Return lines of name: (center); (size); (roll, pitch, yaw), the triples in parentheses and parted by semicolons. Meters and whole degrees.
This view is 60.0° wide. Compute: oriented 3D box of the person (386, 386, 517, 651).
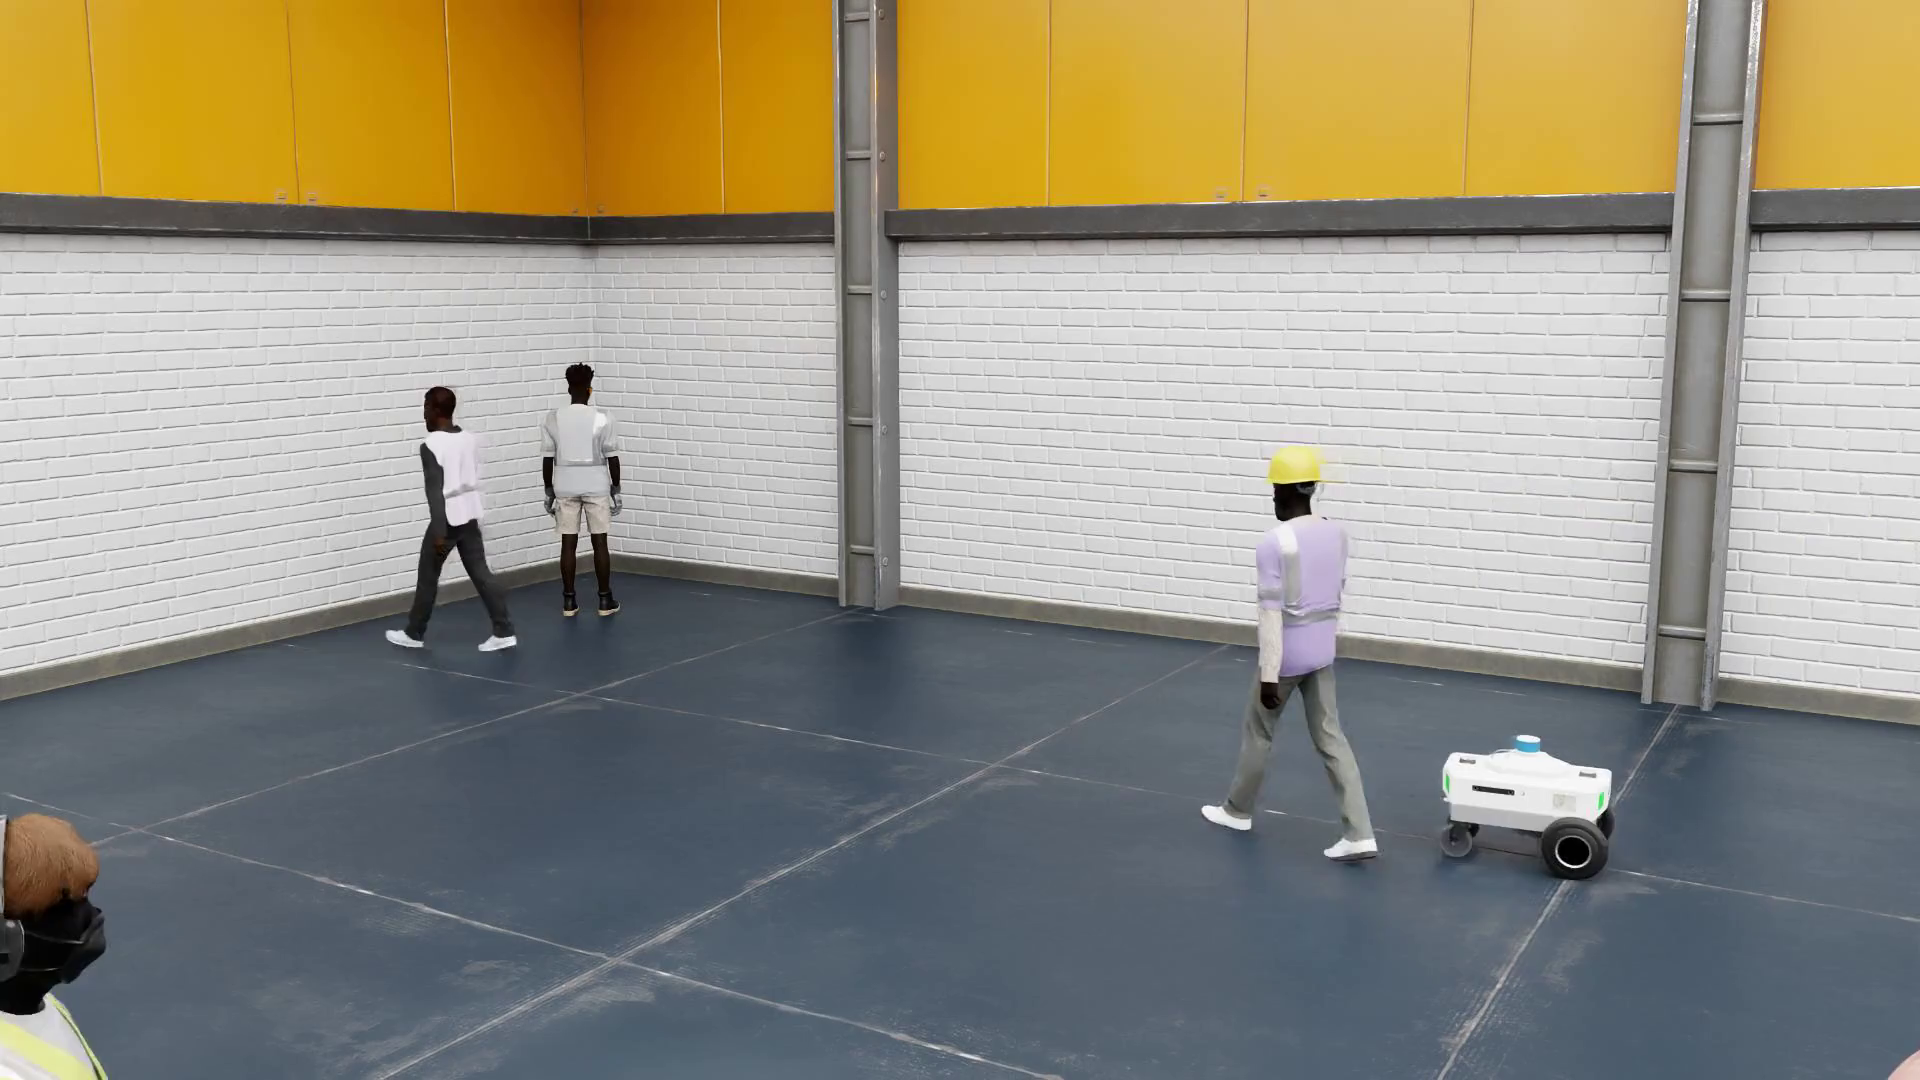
person: (-3.567, -0.140, 11.647); (1.029, 1.871, 0.606); (3, 10, 19)

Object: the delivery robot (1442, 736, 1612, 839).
delivery robot: (2.553, 1.128, 7.512); (0.707, 0.478, 0.477); (4, 10, 24)

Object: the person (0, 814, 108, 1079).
person: (-1.477, 1.324, 2.628); (0.434, 1.833, 0.627); (-6, 11, -31)

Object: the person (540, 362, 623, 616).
person: (-2.921, -0.388, 12.875); (0.614, 1.962, 0.366); (0, 9, -2)

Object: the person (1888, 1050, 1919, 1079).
person: (1.553, 1.308, 2.493); (0.638, 1.903, 0.408); (-4, 10, -21)

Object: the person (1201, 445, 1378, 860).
person: (1.555, 0.506, 7.591); (0.608, 1.880, 1.001); (-6, 11, -35)
